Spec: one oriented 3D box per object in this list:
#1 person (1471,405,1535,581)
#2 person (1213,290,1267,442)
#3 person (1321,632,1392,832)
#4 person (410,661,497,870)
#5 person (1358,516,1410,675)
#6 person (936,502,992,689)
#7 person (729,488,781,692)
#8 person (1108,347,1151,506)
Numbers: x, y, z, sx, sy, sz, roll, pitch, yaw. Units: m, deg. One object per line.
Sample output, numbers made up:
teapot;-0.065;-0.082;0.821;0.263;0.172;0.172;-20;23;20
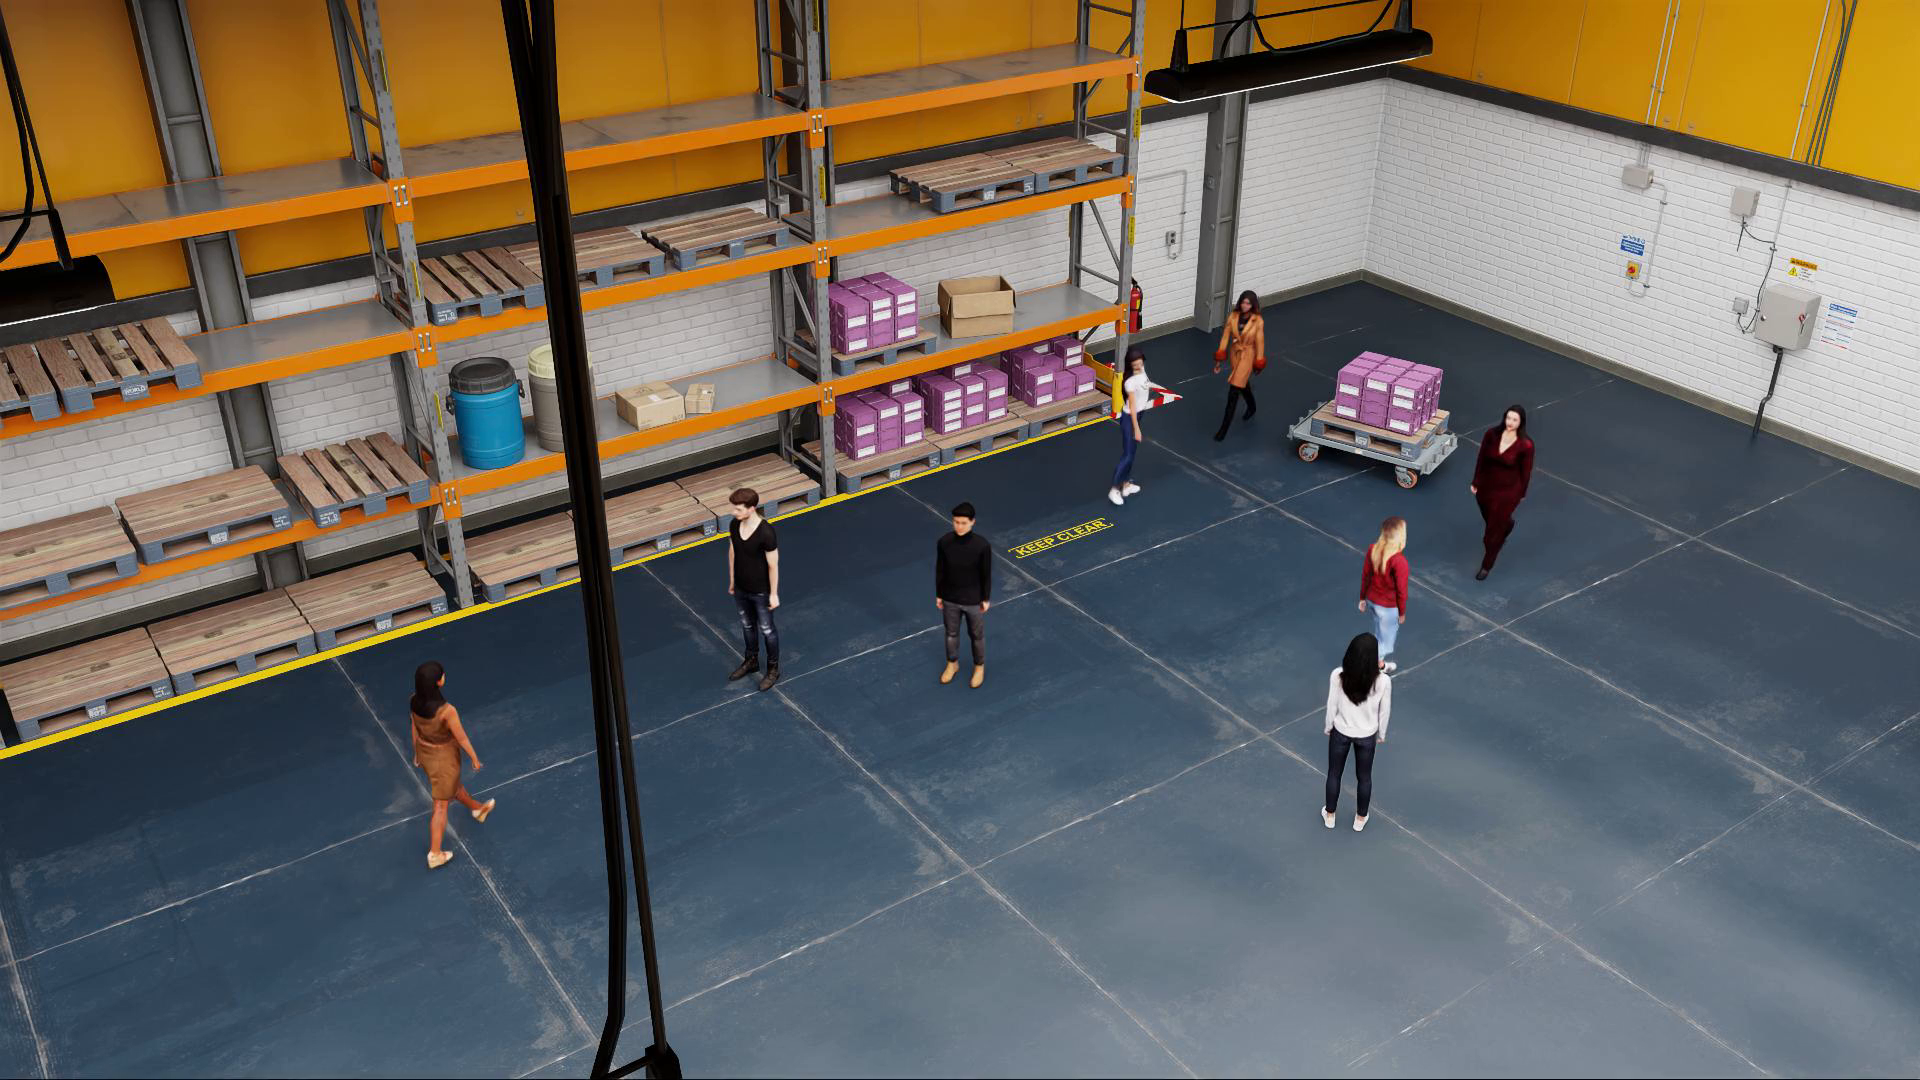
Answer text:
person;5.221;-0.514;16.005;1.138;1.717;0.778;-25;37;-38
person;3.214;-2.006;18.799;0.915;1.660;1.294;21;35;34
person;2.949;1.433;12.454;0.695;1.700;0.744;6;29;12
person;-3.827;1.671;12.063;0.856;1.656;1.077;16;32;26
person;3.548;0.575;14.119;1.011;1.611;0.676;-15;32;-25
person;0.033;0.450;14.234;0.723;1.720;0.746;9;30;16
person;-1.743;0.380;14.182;0.742;1.893;0.697;18;34;30
person;1.782;-1.249;17.311;0.863;1.755;0.796;-1;29;-3
